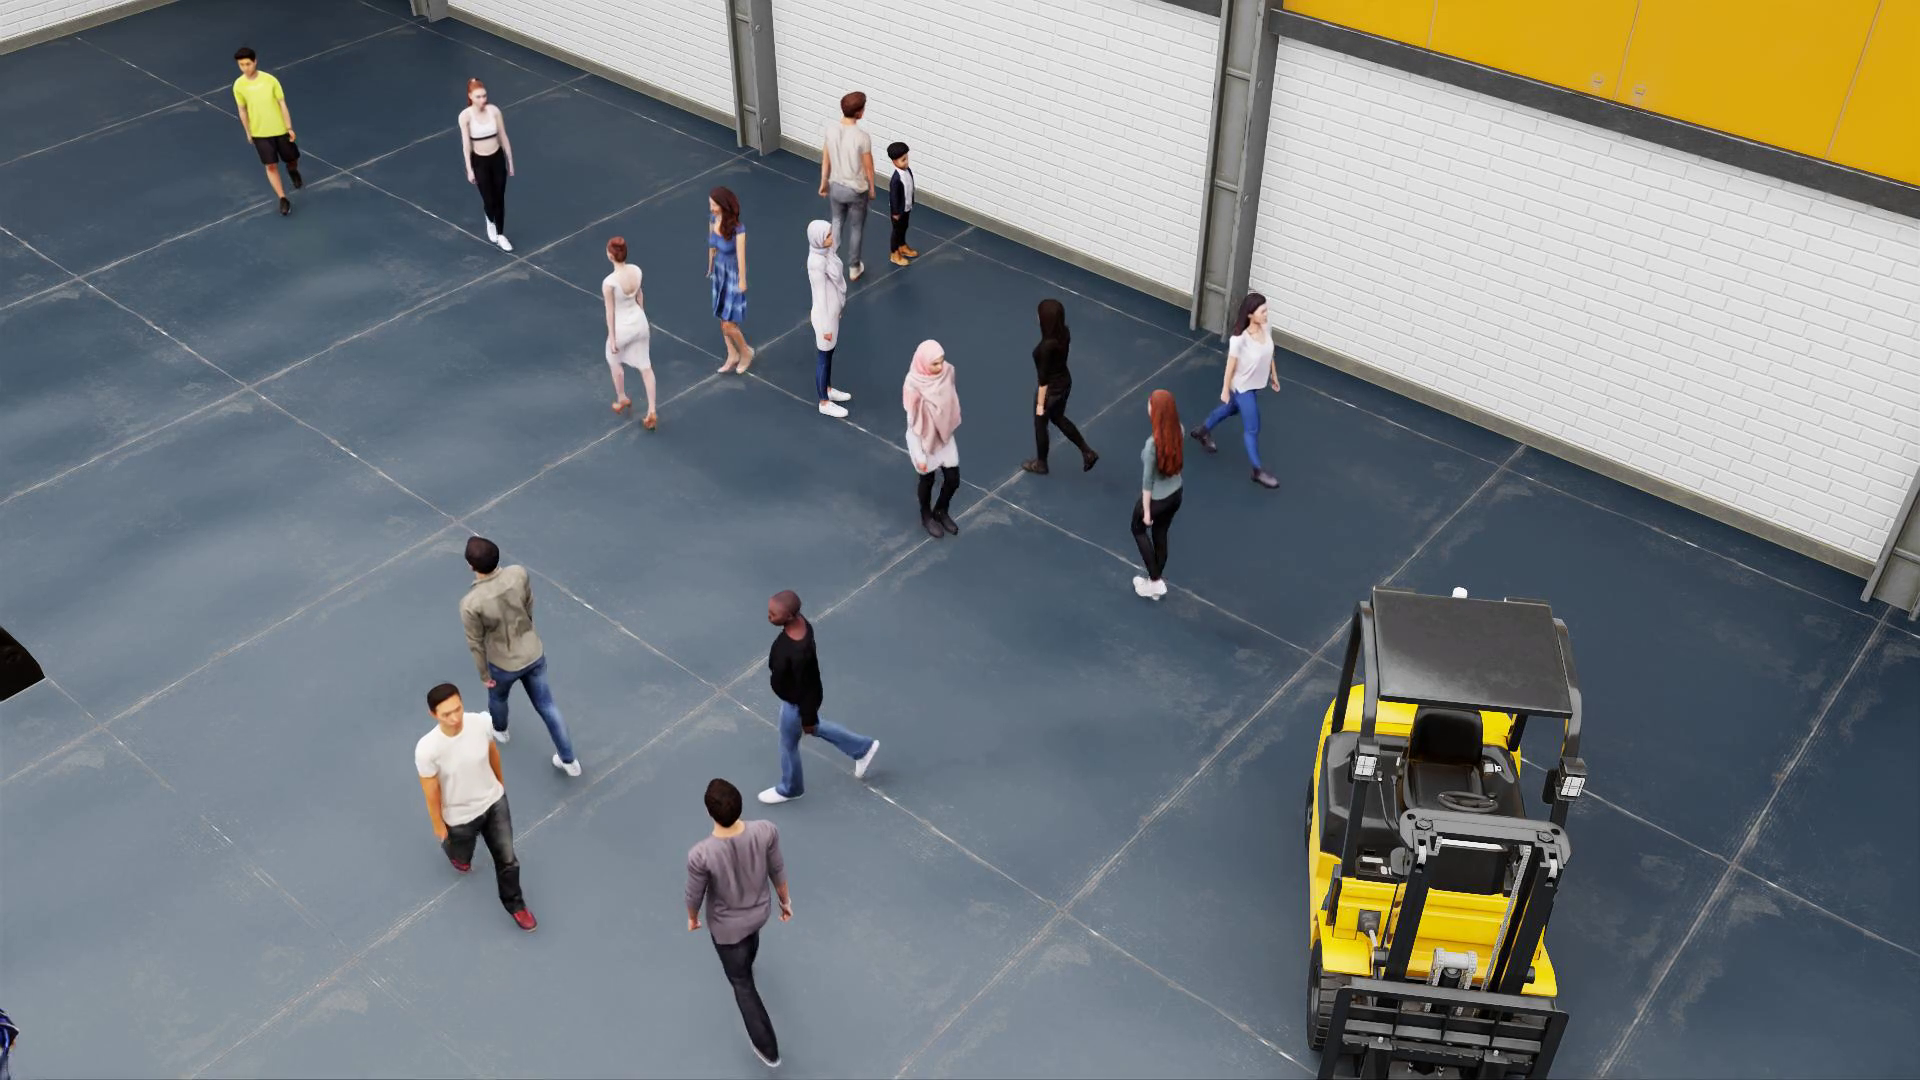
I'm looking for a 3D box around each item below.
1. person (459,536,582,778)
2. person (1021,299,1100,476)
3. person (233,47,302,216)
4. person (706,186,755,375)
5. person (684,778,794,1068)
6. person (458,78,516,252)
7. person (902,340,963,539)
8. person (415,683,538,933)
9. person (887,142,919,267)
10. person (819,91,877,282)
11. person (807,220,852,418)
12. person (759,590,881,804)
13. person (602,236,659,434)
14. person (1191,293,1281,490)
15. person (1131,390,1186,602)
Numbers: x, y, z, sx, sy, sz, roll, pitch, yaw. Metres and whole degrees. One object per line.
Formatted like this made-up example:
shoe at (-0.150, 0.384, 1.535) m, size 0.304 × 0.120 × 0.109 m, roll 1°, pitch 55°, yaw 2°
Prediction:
person at (-2.764, 0.778, 10.534) m, size 1.182 × 1.826 × 0.768 m, roll 31°, pitch 48°, yaw 33°
person at (0.806, -1.163, 13.121) m, size 0.896 × 1.630 × 0.633 m, roll 22°, pitch 44°, yaw 25°
person at (-7.004, -4.200, 16.874) m, size 0.892 × 1.693 × 1.045 m, roll -13°, pitch 40°, yaw -16°
person at (-1.924, -2.211, 14.303) m, size 0.769 × 1.793 × 0.637 m, roll -24°, pitch 44°, yaw -27°
person at (-1.147, 2.069, 8.933) m, size 0.955 × 1.805 × 1.279 m, roll -20°, pitch 43°, yaw -23°
person at (-4.615, -3.663, 16.166) m, size 0.678 × 1.737 × 0.709 m, roll -24°, pitch 44°, yaw -27°
person at (-0.290, -0.774, 12.510) m, size 0.692 × 1.785 × 0.693 m, roll -25°, pitch 45°, yaw -28°
person at (-2.882, 1.490, 9.678) m, size 0.752 × 1.780 × 1.123 m, roll -30°, pitch 47°, yaw -32°
person at (-0.575, -3.274, 16.088) m, size 0.541 × 1.226 × 0.547 m, roll 17°, pitch 42°, yaw 20°
person at (-1.036, -3.230, 15.520) m, size 0.779 × 1.867 × 0.878 m, roll 15°, pitch 41°, yaw 18°
person at (-1.121, -1.862, 13.880) m, size 0.708 × 1.776 × 0.689 m, roll 4°, pitch 39°, yaw 4°
person at (-0.919, 0.965, 10.376) m, size 1.057 × 1.730 × 1.046 m, roll -8°, pitch 39°, yaw -10°
person at (-2.644, -1.647, 13.611) m, size 0.757 × 1.776 × 0.601 m, roll 30°, pitch 47°, yaw 32°
person at (2.188, -1.240, 13.206) m, size 1.114 × 1.645 × 0.603 m, roll 28°, pitch 46°, yaw 30°
person at (1.502, -0.259, 11.913) m, size 0.649 × 1.724 × 0.684 m, roll -28°, pitch 46°, yaw -30°
